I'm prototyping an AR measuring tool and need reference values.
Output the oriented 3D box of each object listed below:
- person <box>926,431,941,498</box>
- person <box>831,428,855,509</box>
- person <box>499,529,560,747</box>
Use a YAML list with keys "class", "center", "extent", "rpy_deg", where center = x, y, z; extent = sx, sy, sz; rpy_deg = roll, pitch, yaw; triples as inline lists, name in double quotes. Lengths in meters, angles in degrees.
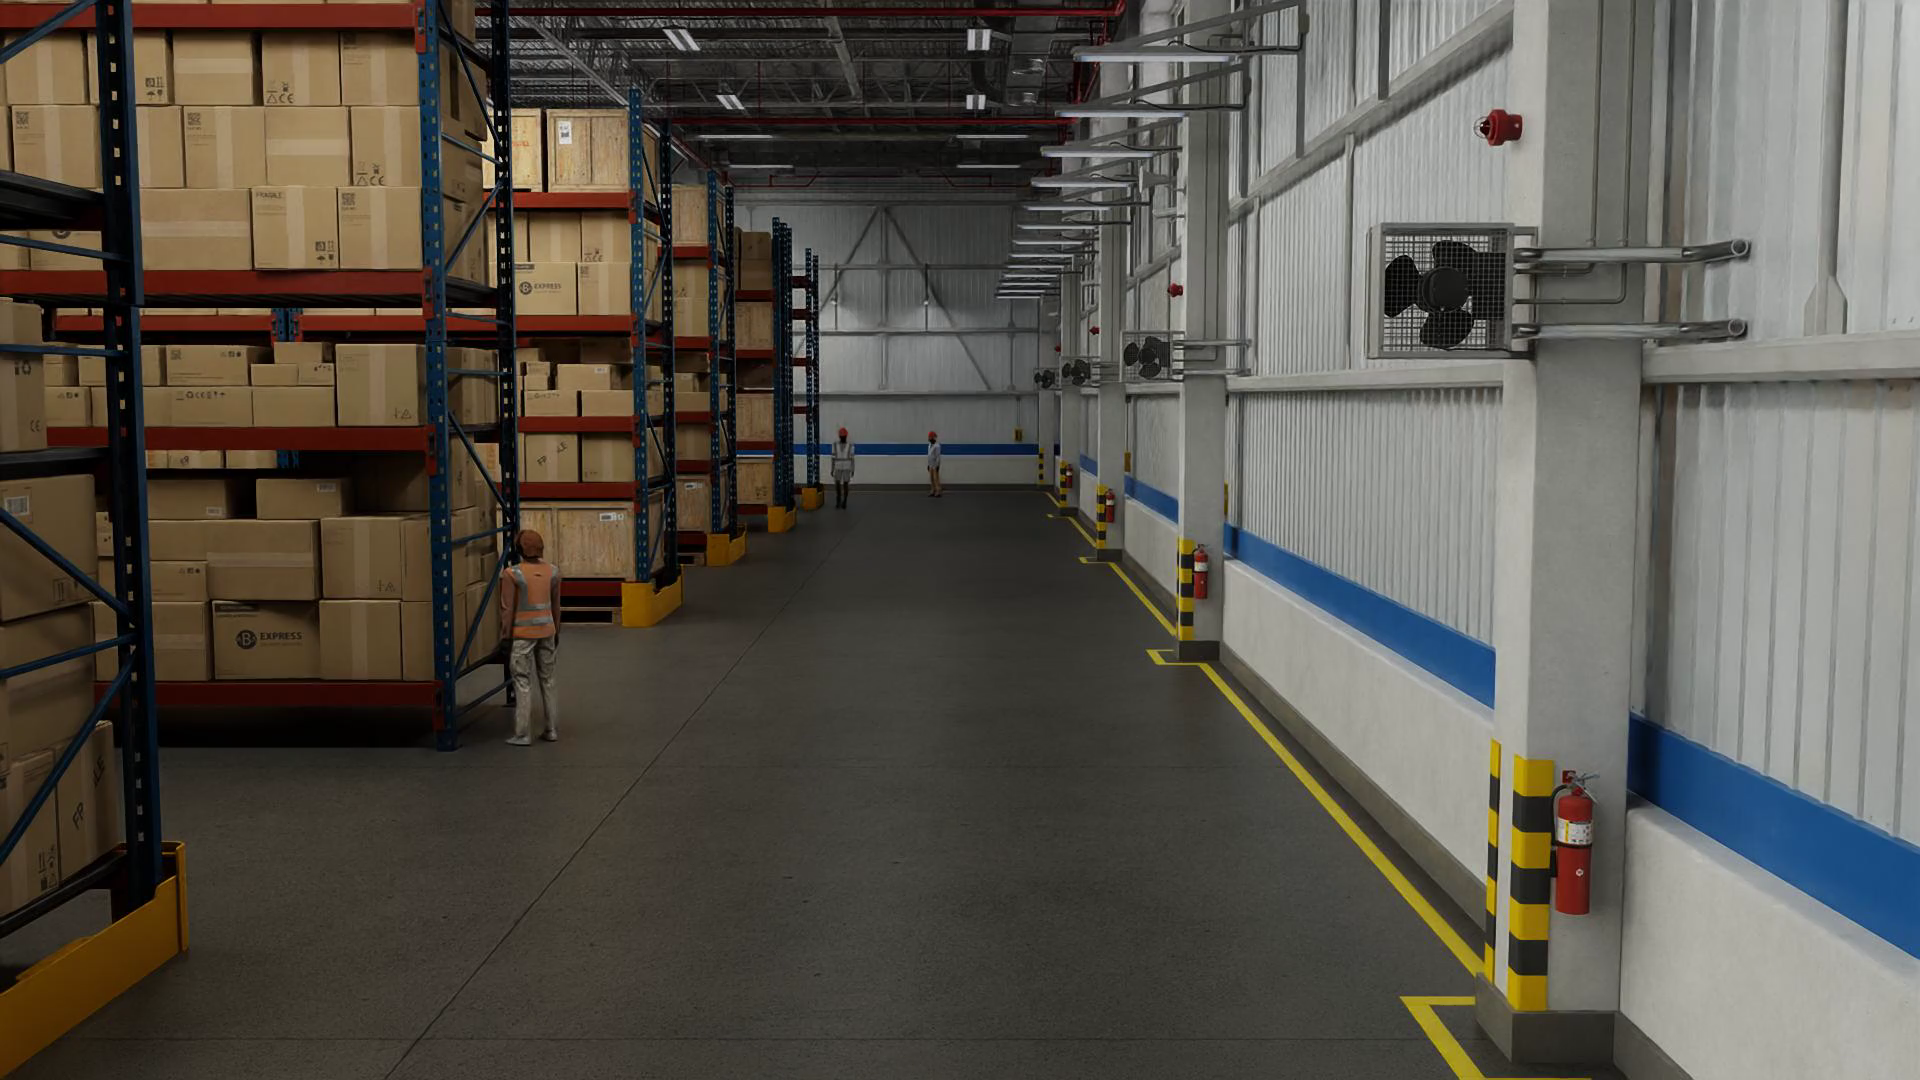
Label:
- class: "person"
  center: [-0.706, -1.971, 43.440]
  extent: [0.360, 1.742, 0.563]
  rpy_deg: [-3, 6, -29]
- class: "person"
  center: [-2.740, -1.659, 38.792]
  extent: [0.580, 1.911, 0.751]
  rpy_deg: [0, 5, 0]
- class: "person"
  center: [-3.231, 0.736, 12.549]
  extent: [0.314, 1.631, 0.522]
  rpy_deg: [4, 6, 40]
